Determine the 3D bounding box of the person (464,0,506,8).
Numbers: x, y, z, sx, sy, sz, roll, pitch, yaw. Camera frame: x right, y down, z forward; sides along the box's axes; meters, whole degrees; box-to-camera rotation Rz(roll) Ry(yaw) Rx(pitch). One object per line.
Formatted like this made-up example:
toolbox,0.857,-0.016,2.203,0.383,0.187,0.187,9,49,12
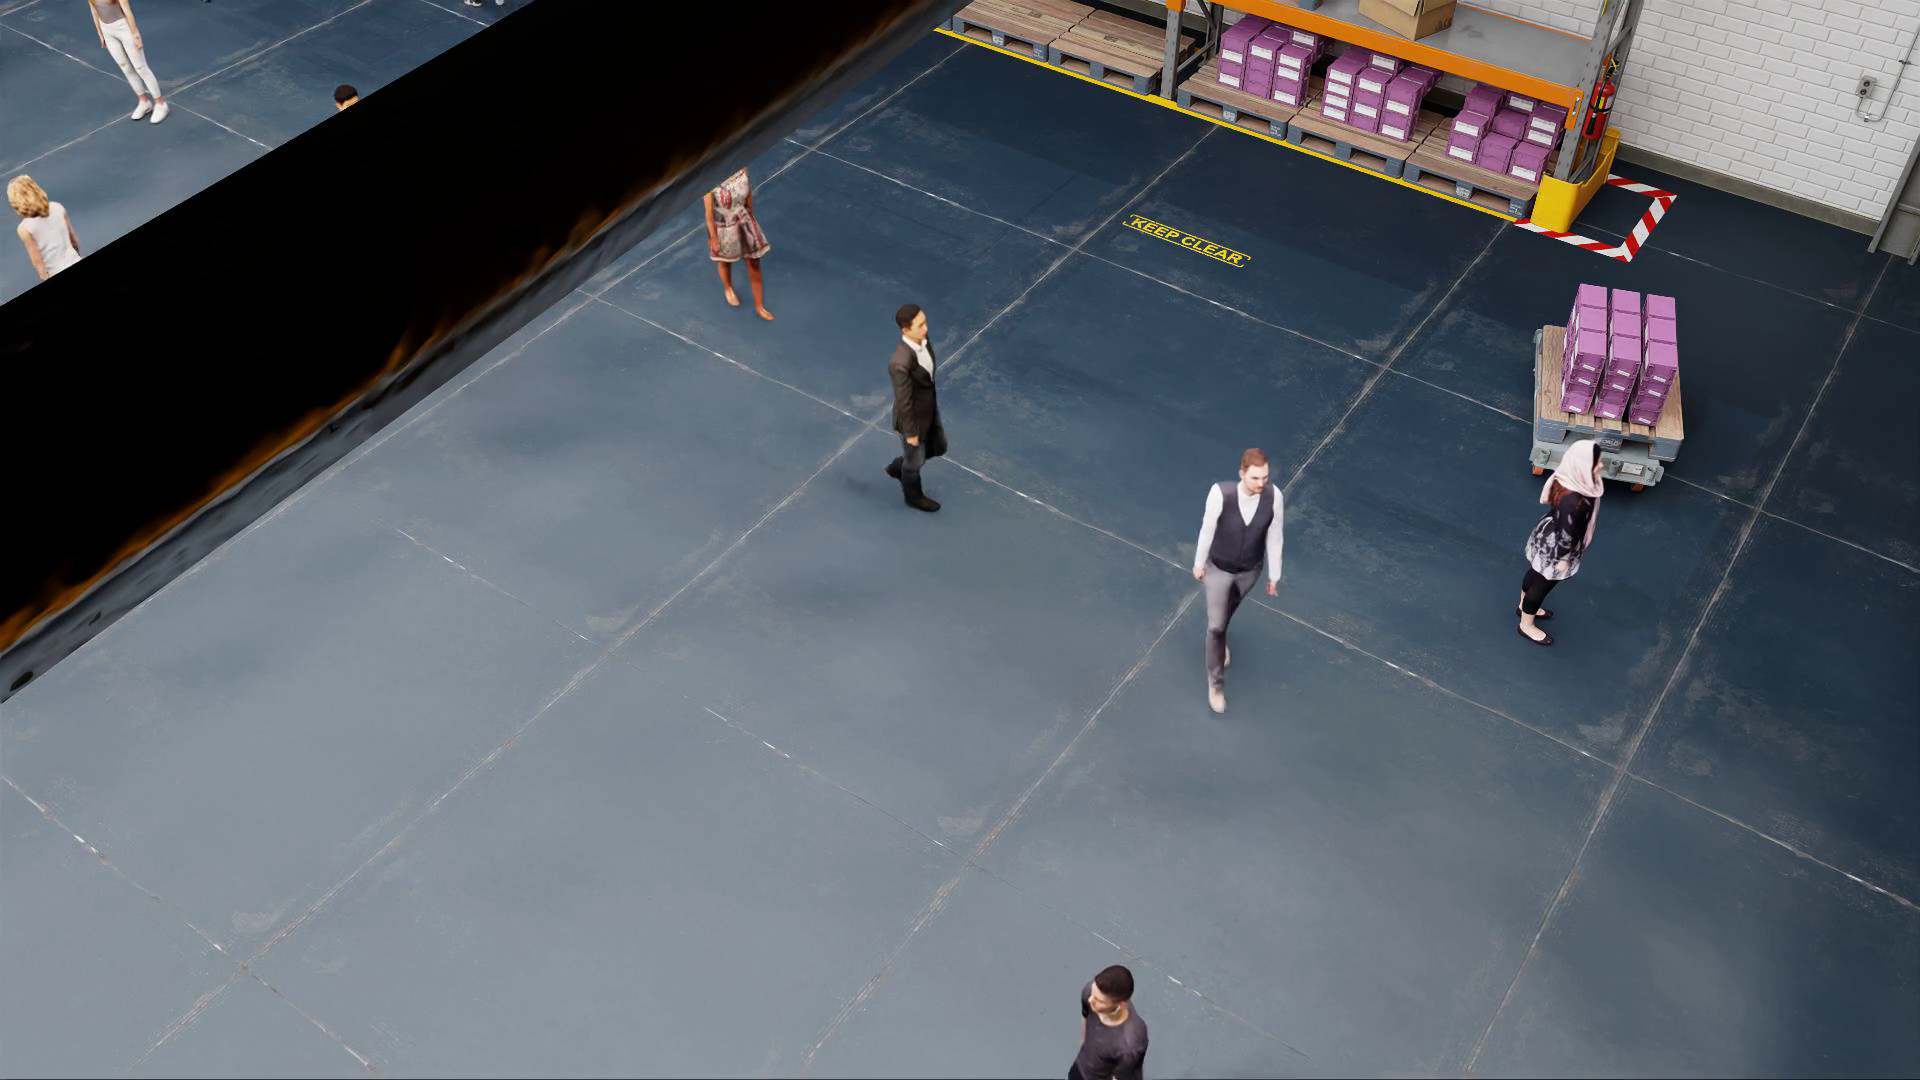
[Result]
person,-5.197,-6.493,17.618,0.914,1.823,0.719,33,52,29

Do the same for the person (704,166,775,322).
person,-1.920,-2.636,13.715,0.857,1.622,1.009,-23,48,-22

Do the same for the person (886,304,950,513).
person,-0.391,-0.929,11.799,0.773,1.794,0.756,16,46,16

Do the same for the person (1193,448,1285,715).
person,1.727,0.086,10.649,1.054,1.910,1.110,-7,44,-7

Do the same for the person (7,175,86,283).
person,-7.034,-2.118,13.152,0.942,1.649,0.598,23,48,22

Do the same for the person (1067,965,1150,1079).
person,0.798,2.614,8.125,1.013,1.731,1.162,-22,48,-22

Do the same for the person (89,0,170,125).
person,-8.059,-4.870,15.992,0.583,1.716,0.719,9,44,10

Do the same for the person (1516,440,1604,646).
person,3.938,-0.012,10.950,0.727,1.638,0.711,11,45,11
